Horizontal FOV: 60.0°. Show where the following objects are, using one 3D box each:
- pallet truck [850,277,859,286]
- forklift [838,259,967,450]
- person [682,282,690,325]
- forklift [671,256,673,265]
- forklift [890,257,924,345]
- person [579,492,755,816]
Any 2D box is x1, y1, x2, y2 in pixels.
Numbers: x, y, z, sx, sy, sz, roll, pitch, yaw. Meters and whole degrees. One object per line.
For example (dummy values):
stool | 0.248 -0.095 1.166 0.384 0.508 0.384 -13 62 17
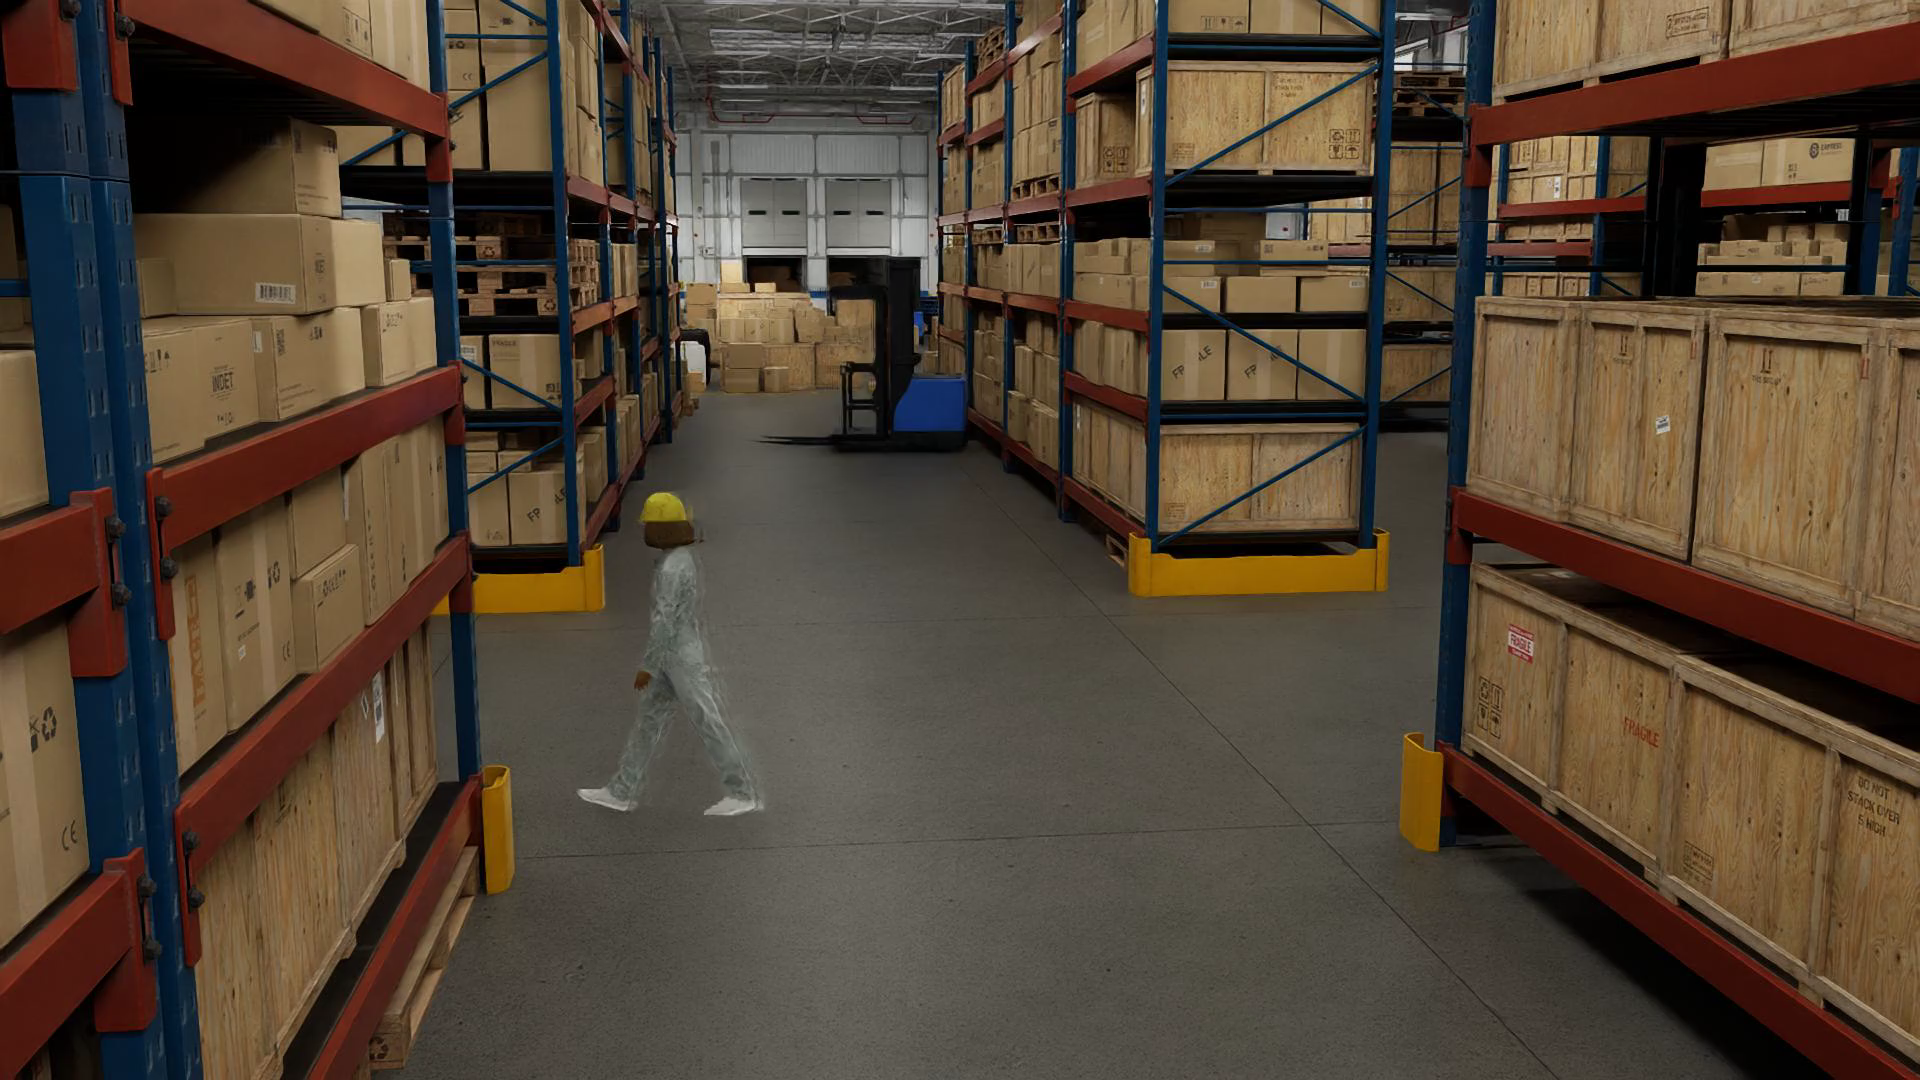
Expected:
pallet truck | -3.782 -9.391 65.808 1.885 1.965 0.823 2 10 10
forklift | -0.835 -2.771 24.697 1.873 2.768 1.129 0 10 1
person | -9.902 -8.431 60.453 0.442 1.915 0.633 5 11 28
forklift | -10.987 -9.066 61.344 1.129 2.768 1.873 -1 10 -7
forklift | -1.769 -7.658 53.147 1.129 2.768 1.873 -1 10 -7
person | -1.491 0.601 8.520 0.915 1.693 0.495 -2 10 -11
